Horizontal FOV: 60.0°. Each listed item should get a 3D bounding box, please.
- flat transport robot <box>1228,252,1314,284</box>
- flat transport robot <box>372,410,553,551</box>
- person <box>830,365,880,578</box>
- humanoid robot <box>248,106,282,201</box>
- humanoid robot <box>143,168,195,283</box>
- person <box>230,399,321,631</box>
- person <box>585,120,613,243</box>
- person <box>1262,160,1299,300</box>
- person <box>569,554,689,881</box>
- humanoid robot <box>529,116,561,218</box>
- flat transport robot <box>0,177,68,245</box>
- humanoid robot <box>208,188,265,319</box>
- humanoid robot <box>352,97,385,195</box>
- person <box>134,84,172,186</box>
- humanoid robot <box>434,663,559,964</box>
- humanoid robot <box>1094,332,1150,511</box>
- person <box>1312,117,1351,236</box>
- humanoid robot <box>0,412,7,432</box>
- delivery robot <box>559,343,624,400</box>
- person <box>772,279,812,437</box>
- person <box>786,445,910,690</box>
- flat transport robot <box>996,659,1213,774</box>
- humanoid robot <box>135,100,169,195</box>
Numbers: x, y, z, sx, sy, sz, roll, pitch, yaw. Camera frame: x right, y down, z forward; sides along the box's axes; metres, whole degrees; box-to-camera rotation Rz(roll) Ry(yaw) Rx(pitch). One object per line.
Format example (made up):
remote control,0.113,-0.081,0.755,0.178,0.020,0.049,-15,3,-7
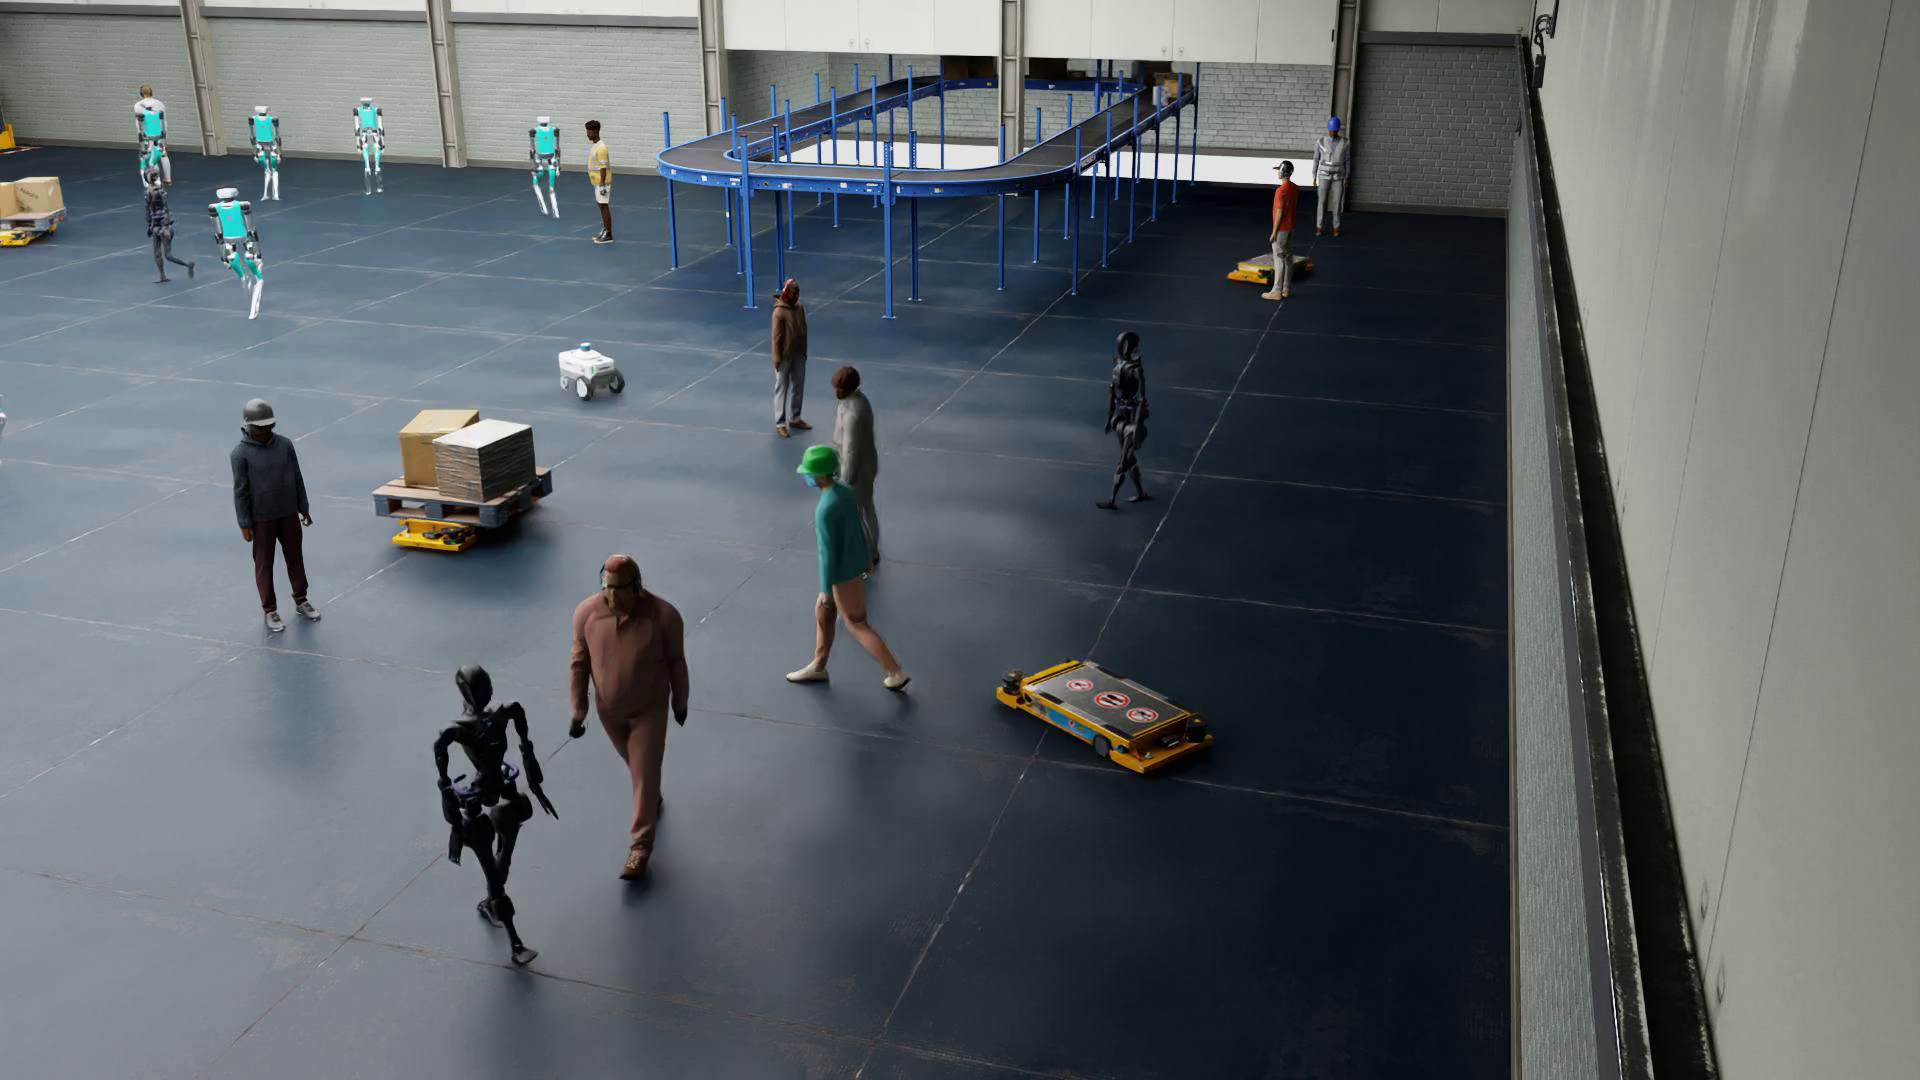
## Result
flat transport robot,4.618,-4.025,24.616,0.659,0.231,1.431,16,26,36
flat transport robot,-4.374,-0.244,14.810,0.659,0.231,1.431,5,22,14
person,-0.846,-0.594,13.603,0.374,1.808,0.697,1,21,4
humanoid robot,-12.694,-7.105,30.580,0.622,1.778,0.822,-3,21,-8
humanoid robot,-11.524,-4.569,24.083,0.608,1.636,0.589,15,26,34
person,-5.192,-0.205,12.575,0.381,1.806,0.550,19,28,40
person,-5.810,-5.789,26.850,0.375,1.958,0.602,-8,22,-19
person,4.446,-4.292,23.032,0.393,1.912,0.476,16,26,36
person,-1.899,0.945,9.536,0.639,1.843,1.035,3,21,8
humanoid robot,-7.271,-6.495,29.031,0.540,1.810,0.760,-11,24,-26
flat transport robot,-15.430,-5.052,27.281,0.659,0.231,1.431,-3,21,-7
humanoid robot,-9.473,-3.780,22.045,0.558,1.851,0.856,-3,21,-7
humanoid robot,-11.077,-7.389,31.342,0.551,1.802,0.821,-9,23,-22
person,-15.559,-7.790,32.084,0.369,1.934,0.628,11,24,27
humanoid robot,-2.401,1.389,8.671,0.601,1.631,0.759,-20,29,-41
humanoid robot,1.467,-1.082,15.055,0.722,1.630,0.588,-11,24,-26
person,6.109,-5.982,27.385,0.614,1.934,0.414,2,21,5
humanoid robot,-9.555,-1.426,15.829,0.546,1.767,0.921,17,27,36
delivery robot,-4.186,-1.909,18.736,0.789,0.598,0.499,20,29,41
person,-1.755,-1.890,17.169,0.317,1.643,0.496,15,26,34
person,-0.765,0.198,11.520,0.896,1.819,0.569,3,21,9
flat transport robot,0.956,1.148,11.200,0.659,0.231,1.431,-17,27,-37
humanoid robot,-15.155,-7.311,31.047,0.667,1.761,0.532,12,24,28
